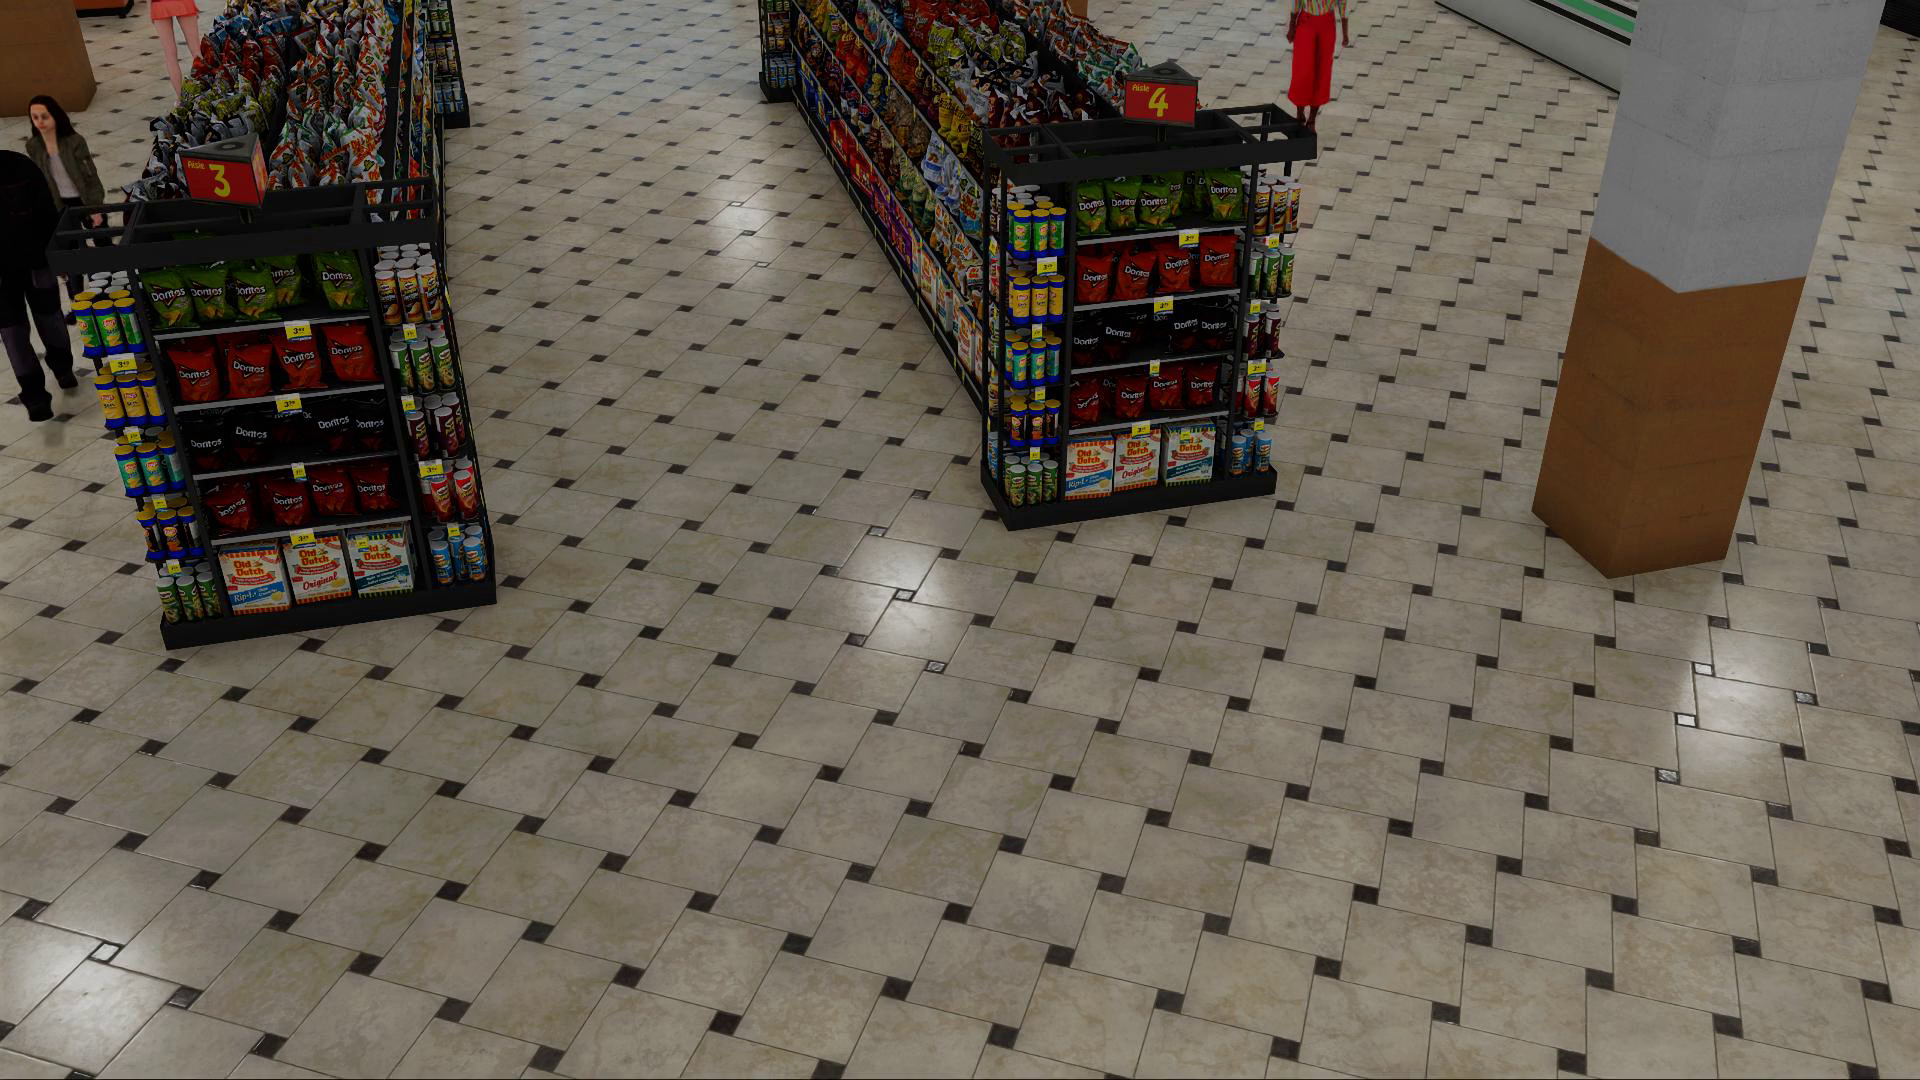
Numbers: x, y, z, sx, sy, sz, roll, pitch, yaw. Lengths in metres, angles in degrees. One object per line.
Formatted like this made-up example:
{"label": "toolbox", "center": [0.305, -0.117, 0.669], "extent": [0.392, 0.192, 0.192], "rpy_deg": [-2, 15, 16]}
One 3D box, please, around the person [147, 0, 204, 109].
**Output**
{"label": "person", "center": [-6.869, -4.643, 14.487], "extent": [0.616, 1.754, 0.627], "rpy_deg": [-16, 35, -24]}

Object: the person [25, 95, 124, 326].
{"label": "person", "center": [-5.698, -2.167, 10.805], "extent": [0.688, 1.440, 0.959], "rpy_deg": [-3, 32, -5]}

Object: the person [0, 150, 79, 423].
{"label": "person", "center": [-5.457, -1.627, 9.604], "extent": [0.935, 1.790, 1.207], "rpy_deg": [-17, 36, -26]}

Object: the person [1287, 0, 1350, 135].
{"label": "person", "center": [2.905, -4.162, 13.697], "extent": [0.720, 1.771, 0.784], "rpy_deg": [-2, 32, -4]}
